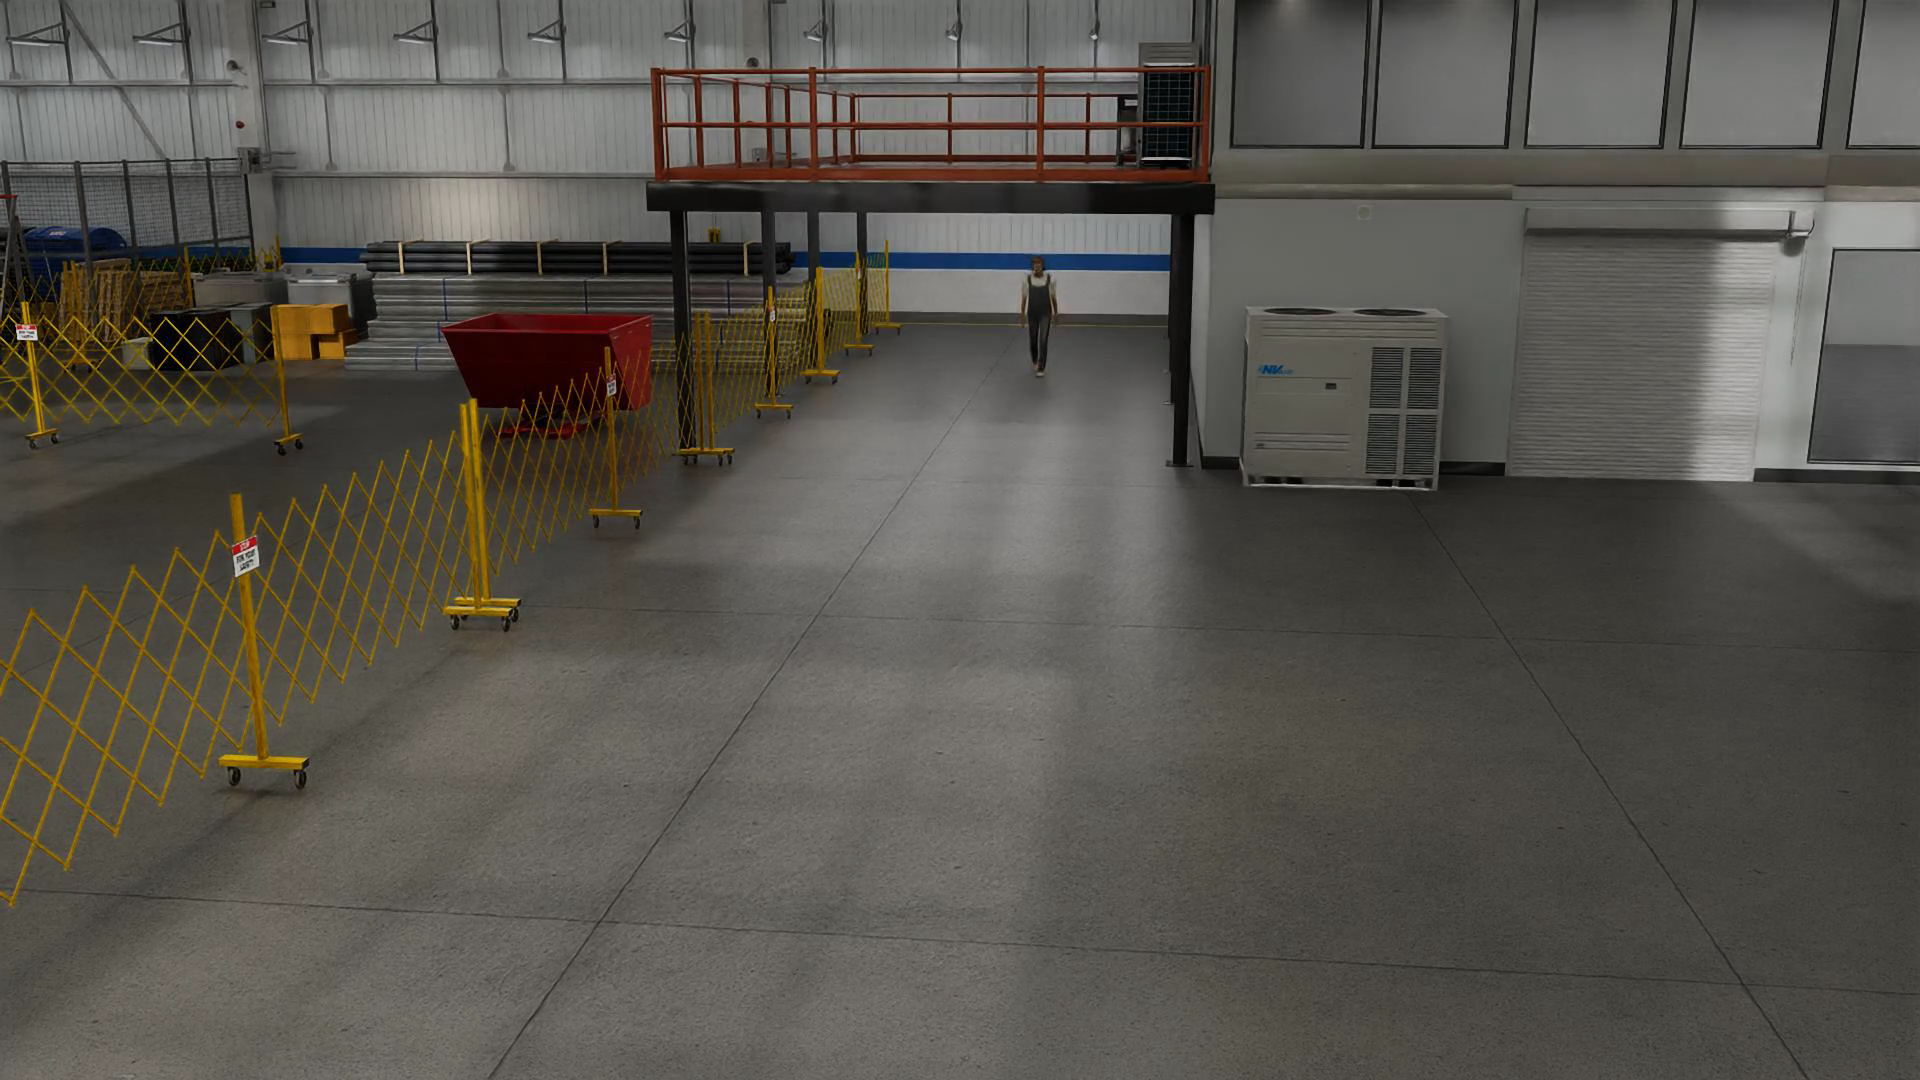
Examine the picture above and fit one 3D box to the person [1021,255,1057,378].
[{"bbox_3d":[1.180,-3.341,24.683,0.523,1.815,0.742,2,14,7],"label":"person"}]
